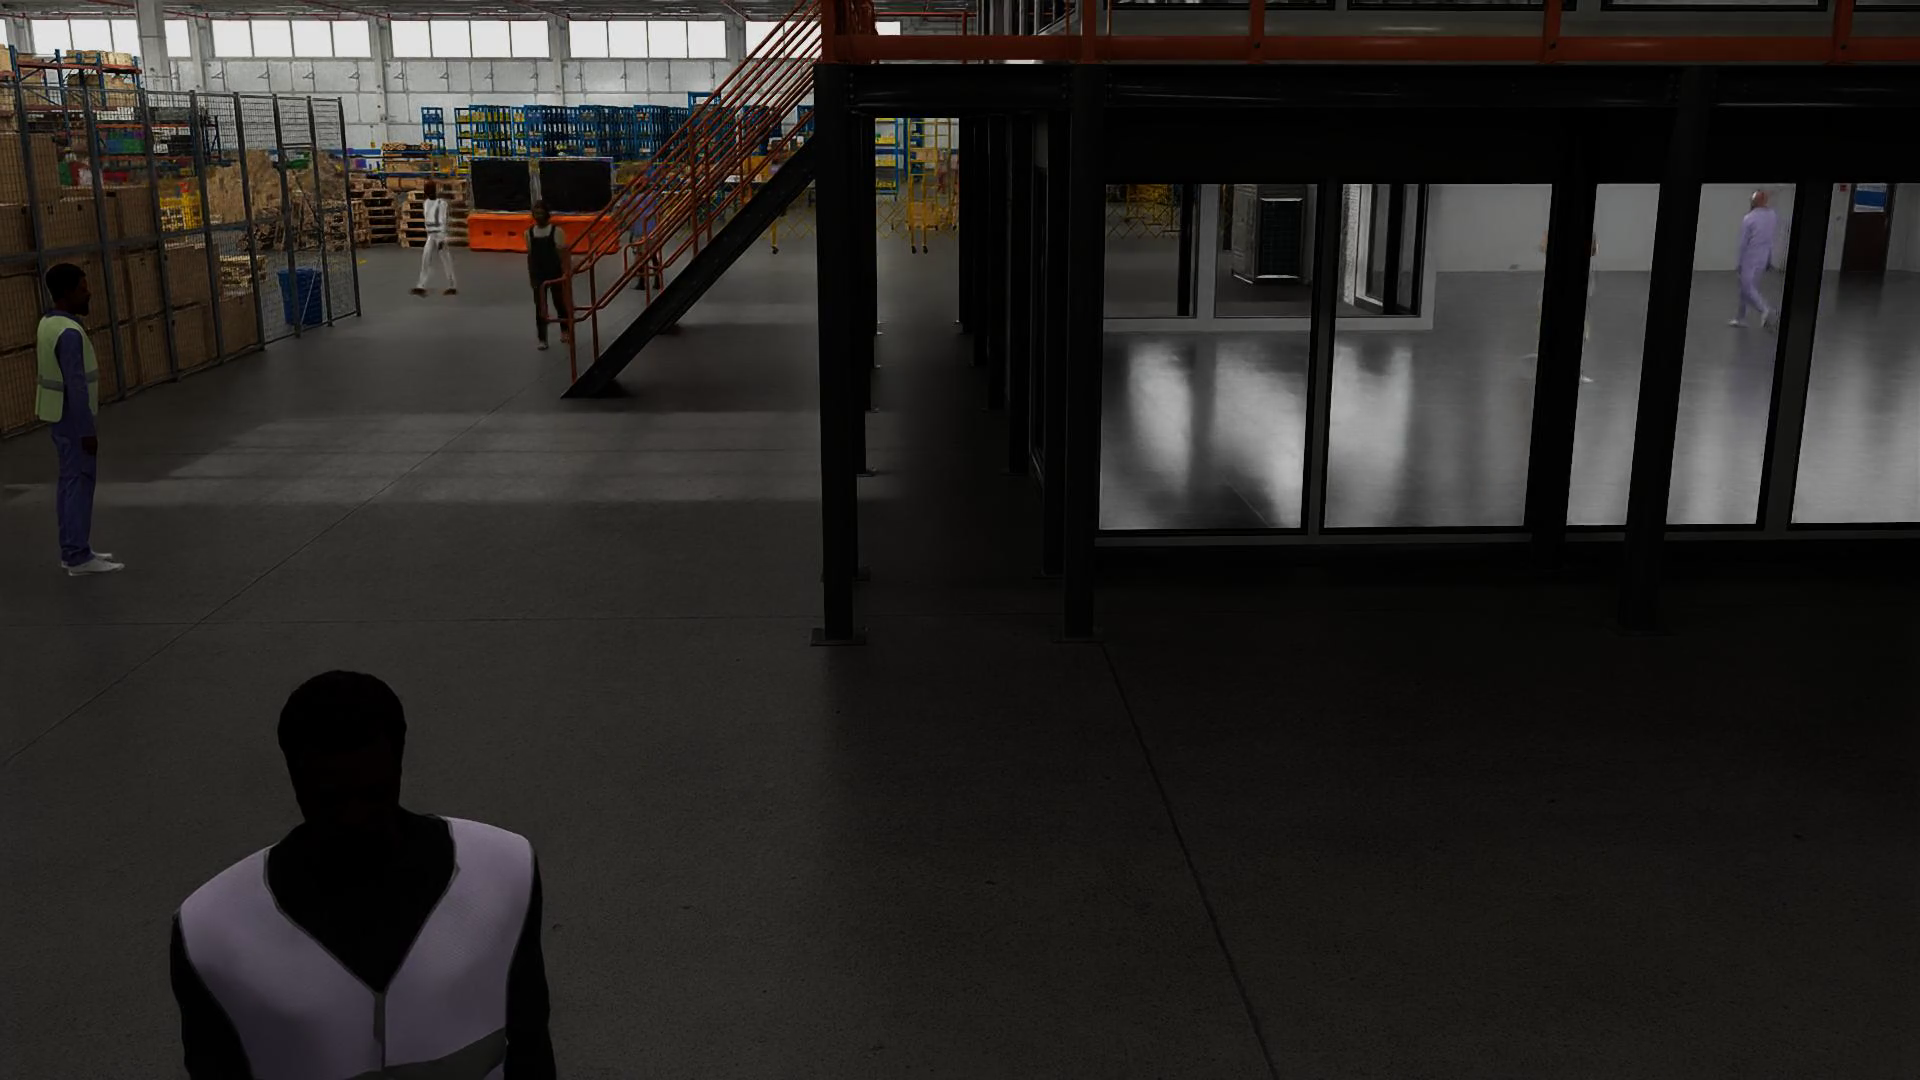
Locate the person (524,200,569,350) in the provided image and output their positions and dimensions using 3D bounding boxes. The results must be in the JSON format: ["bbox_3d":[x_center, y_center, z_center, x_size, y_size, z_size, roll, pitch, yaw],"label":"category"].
[{"bbox_3d":[-5.117,-3.297,20.651,0.520,1.826,0.787,0,14,-1],"label":"person"}]

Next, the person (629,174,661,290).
[{"bbox_3d":[-5.296,-5.175,27.935,0.551,1.932,0.378,-8,16,-28],"label":"person"}]

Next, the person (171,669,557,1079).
[{"bbox_3d":[-0.981,1.116,2.856,0.585,1.911,0.390,-7,16,-26],"label":"person"}]

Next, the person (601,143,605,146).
[{"bbox_3d":[-18.686,-19.953,87.204,0.603,1.825,0.525,-2,14,-8],"label":"person"}]

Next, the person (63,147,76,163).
[{"bbox_3d":[-40.273,-16.916,75.248,0.540,1.749,0.514,0,14,0],"label":"person"}]

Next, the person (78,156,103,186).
[{"bbox_3d":[-23.813,-9.569,45.622,0.655,1.882,0.873,2,14,7],"label":"person"}]

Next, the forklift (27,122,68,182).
[{"bbox_3d":[-35.376,-14.773,64.377,1.129,2.768,1.873,-1,14,-2],"label":"forklift"}]

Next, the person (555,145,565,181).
[{"bbox_3d":[-18.082,-16.844,74.829,0.690,1.808,0.598,-5,15,-18],"label":"person"}]

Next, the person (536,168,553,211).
[{"bbox_3d":[-9.965,-8.035,39.827,0.460,1.697,0.526,-12,18,-40],"label":"person"}]

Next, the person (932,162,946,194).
[{"bbox_3d":[-0.793,-14.706,66.454,0.523,1.726,0.898,-11,18,-36],"label":"person"}]

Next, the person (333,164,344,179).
[{"bbox_3d":[-15.210,-8.313,40.787,0.922,1.785,0.581,-3,14,-11],"label":"person"}]

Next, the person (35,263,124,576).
[{"bbox_3d":[-5.458,-0.734,10.233,0.383,1.912,0.591,-10,17,-36],"label":"person"}]

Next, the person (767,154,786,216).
[{"bbox_3d":[-5.478,-10.619,49.758,0.550,1.914,0.895,9,17,33],"label":"person"}]

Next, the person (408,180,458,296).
[{"bbox_3d":[-8.495,-4.829,26.715,0.600,1.842,0.922,9,17,33],"label":"person"}]

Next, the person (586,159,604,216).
[{"bbox_3d":[-8.944,-8.312,40.454,1.026,1.955,0.611,1,14,4],"label":"person"}]
